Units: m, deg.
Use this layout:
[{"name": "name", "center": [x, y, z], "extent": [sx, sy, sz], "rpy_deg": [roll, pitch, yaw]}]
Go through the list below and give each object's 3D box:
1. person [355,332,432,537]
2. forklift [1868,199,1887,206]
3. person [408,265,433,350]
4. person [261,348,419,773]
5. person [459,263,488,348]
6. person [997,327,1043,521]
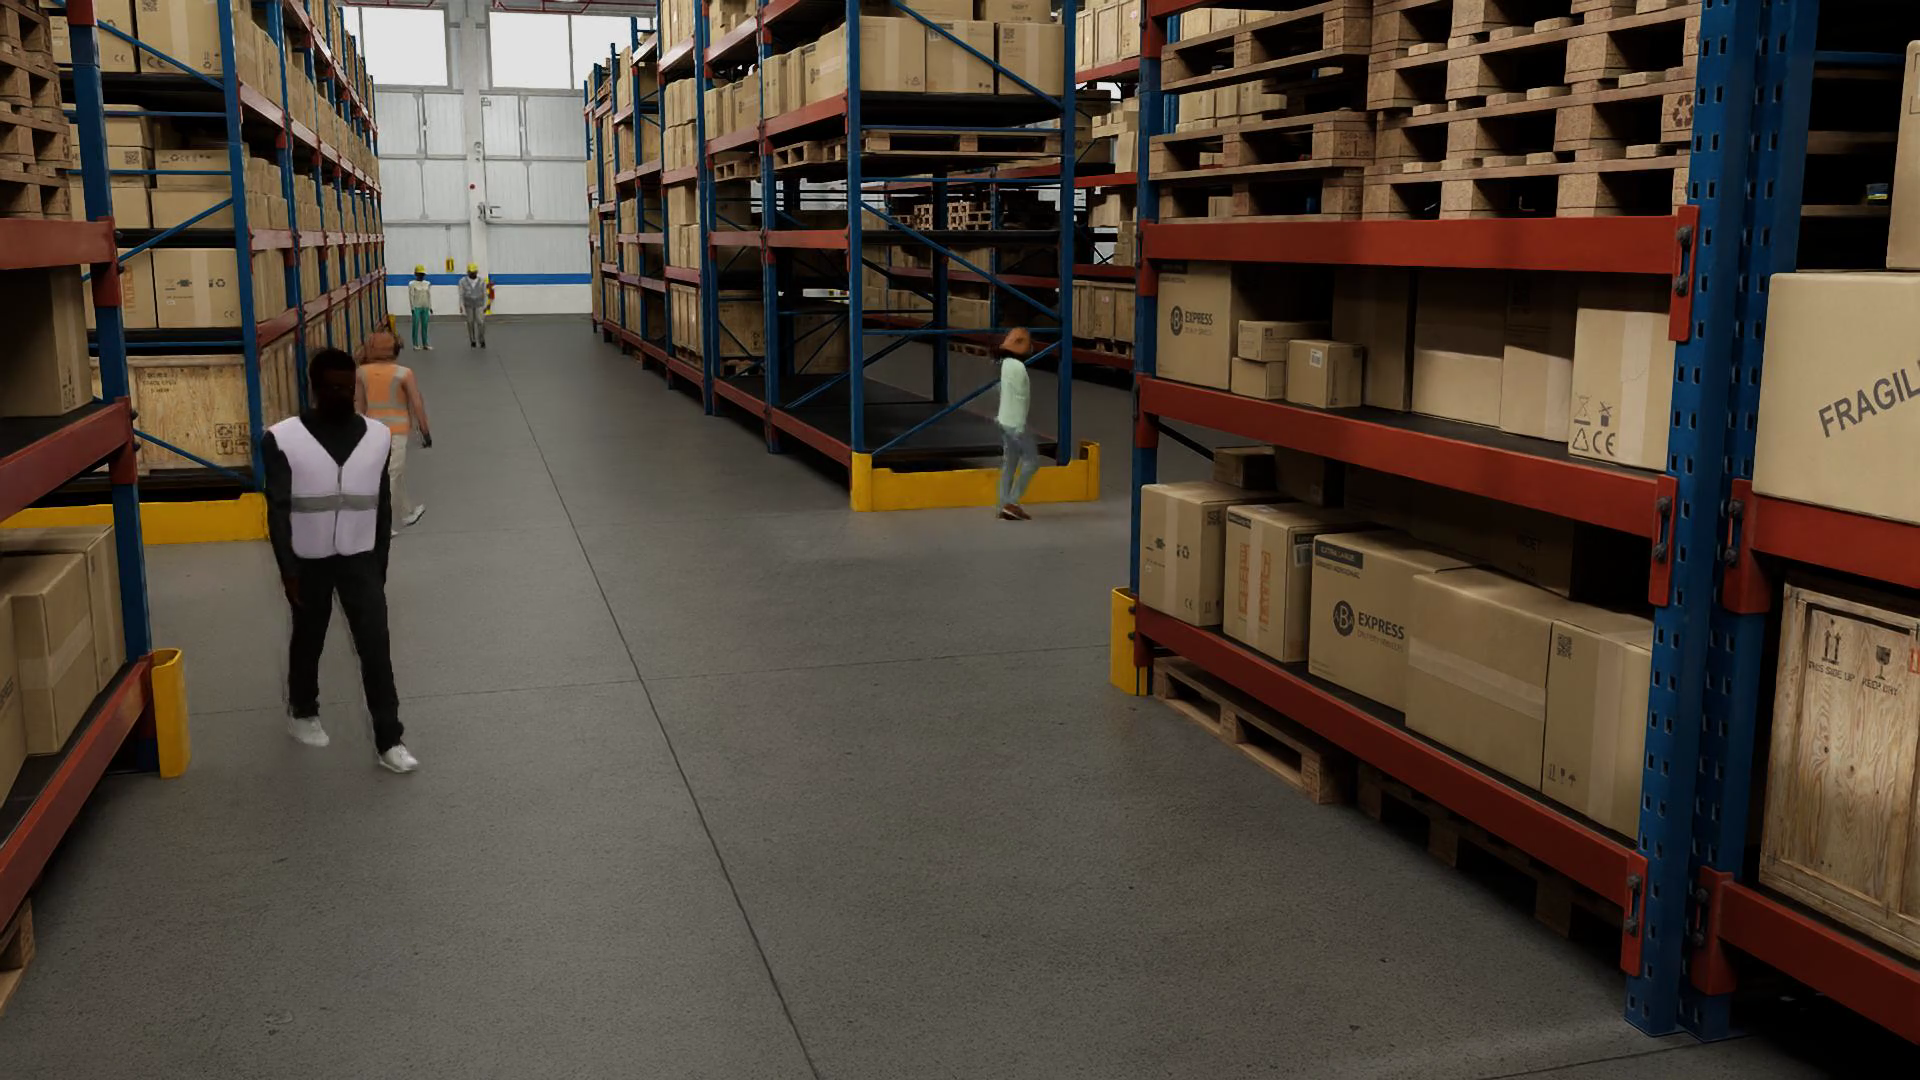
[{"name": "person", "center": [-4.447, -0.839, 13.163], "extent": [0.551, 1.591, 0.842], "rpy_deg": [3, 11, 17]}, {"name": "forklift", "center": [11.338, -2.915, 21.052], "extent": [1.129, 2.768, 1.873], "rpy_deg": [-3, 11, -17]}, {"name": "person", "center": [-11.247, -4.852, 34.721], "extent": [0.323, 1.769, 0.523], "rpy_deg": [8, 13, 36]}, {"name": "person", "center": [-2.812, 0.076, 7.451], "extent": [0.596, 1.873, 0.991], "rpy_deg": [-9, 13, -39]}, {"name": "person", "center": [-10.301, -4.961, 35.237], "extent": [0.600, 1.797, 0.857], "rpy_deg": [-3, 11, -18]}, {"name": "person", "center": [0.483, -0.946, 13.726], "extent": [0.359, 1.620, 0.501], "rpy_deg": [-3, 11, -15]}]
